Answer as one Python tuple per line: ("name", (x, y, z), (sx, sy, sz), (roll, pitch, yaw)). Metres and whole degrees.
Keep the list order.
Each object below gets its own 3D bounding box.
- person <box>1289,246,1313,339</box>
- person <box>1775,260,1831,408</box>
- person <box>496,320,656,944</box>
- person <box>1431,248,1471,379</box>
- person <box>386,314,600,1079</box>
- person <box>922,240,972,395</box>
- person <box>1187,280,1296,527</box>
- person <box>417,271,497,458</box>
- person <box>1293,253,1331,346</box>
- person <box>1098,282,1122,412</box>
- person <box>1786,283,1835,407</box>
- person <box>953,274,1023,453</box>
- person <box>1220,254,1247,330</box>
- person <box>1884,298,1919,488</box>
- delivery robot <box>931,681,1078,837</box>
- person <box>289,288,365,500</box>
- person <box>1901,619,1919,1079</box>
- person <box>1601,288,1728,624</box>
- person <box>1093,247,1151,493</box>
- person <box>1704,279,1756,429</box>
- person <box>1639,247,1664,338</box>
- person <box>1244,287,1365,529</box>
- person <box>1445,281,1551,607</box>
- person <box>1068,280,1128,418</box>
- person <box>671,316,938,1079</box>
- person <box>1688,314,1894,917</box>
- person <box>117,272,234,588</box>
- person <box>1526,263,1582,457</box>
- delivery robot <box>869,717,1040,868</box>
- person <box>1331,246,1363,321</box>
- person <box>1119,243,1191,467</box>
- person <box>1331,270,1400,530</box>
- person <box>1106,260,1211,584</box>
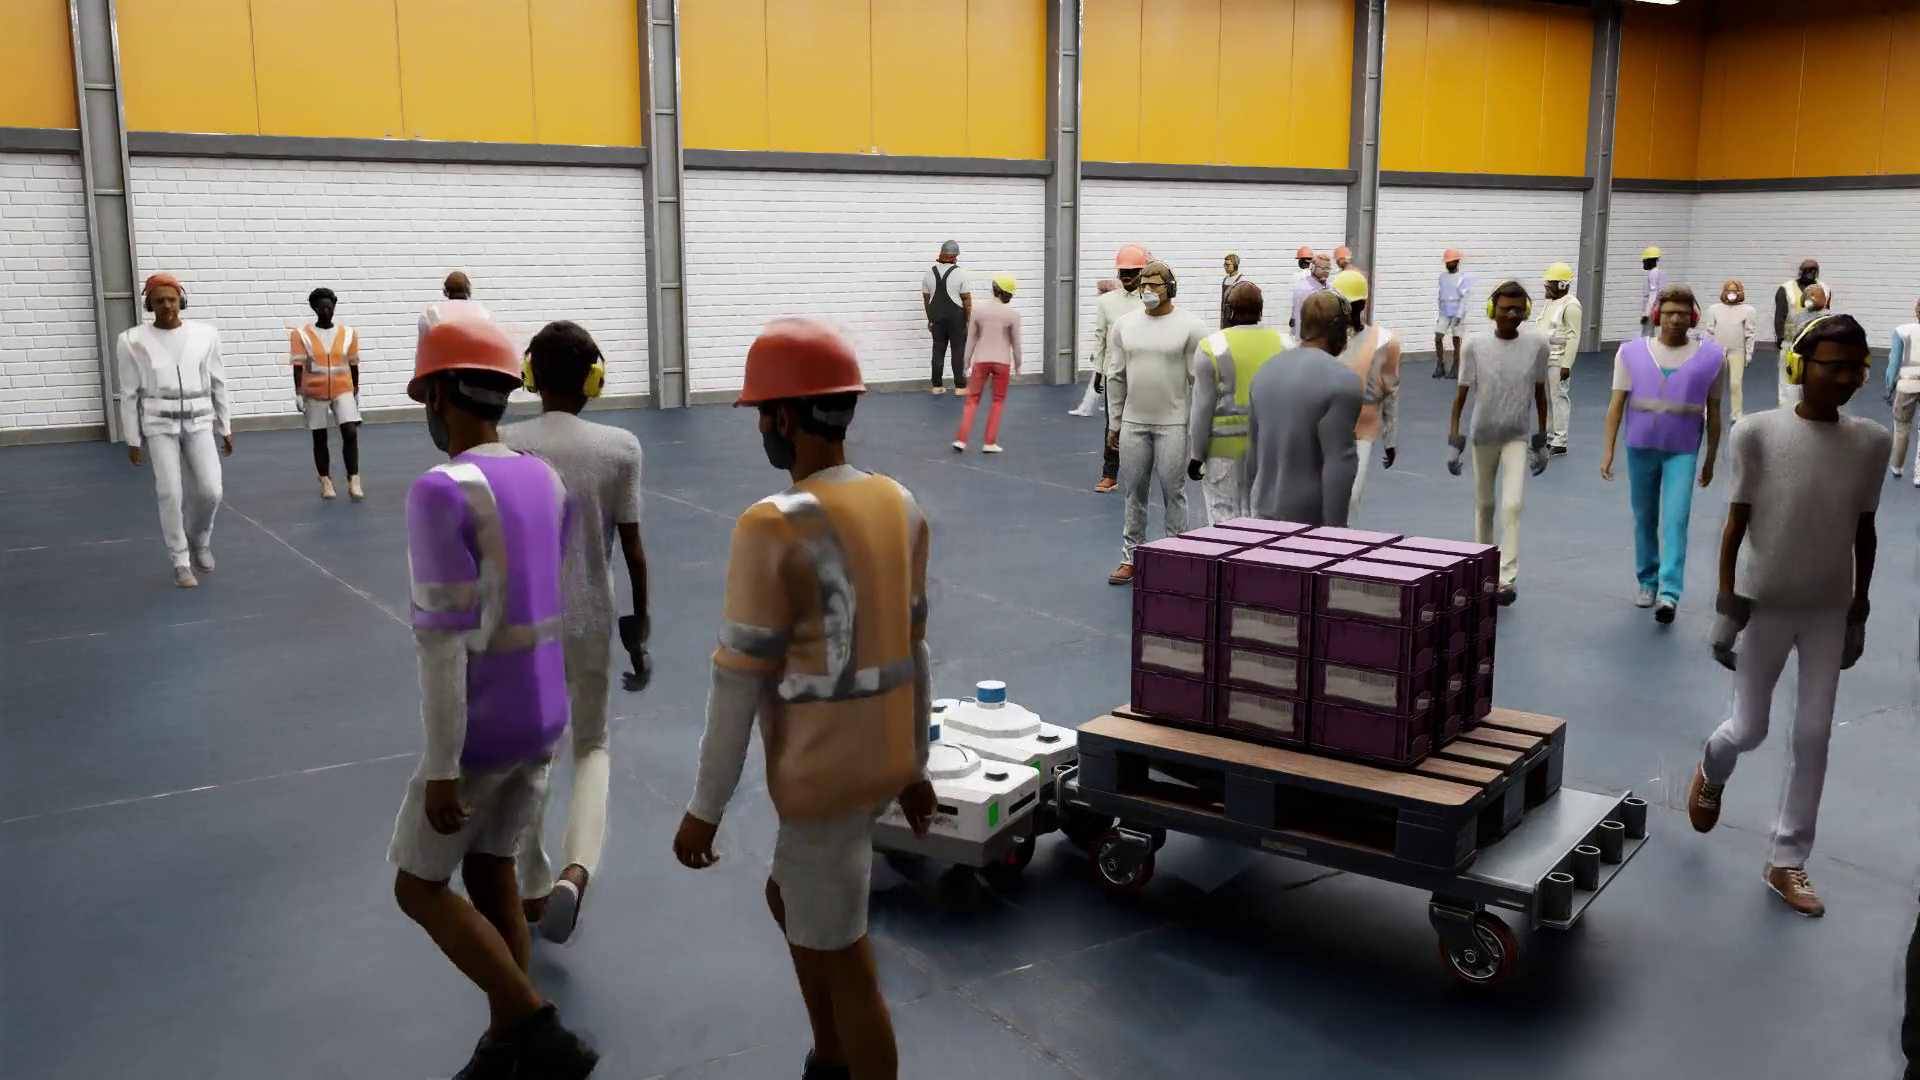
("person", (5.002, -3.301, 24.251), (0.553, 1.935, 0.364), (-8, 13, -37))
("person", (9.841, -2.352, 19.417), (0.640, 1.806, 0.899), (2, 11, 11))
("person", (-1.194, 0.293, 4.850), (0.602, 1.834, 0.606), (-1, 10, -6))
("person", (7.166, -3.294, 24.306), (0.595, 1.912, 0.542), (-10, 14, -43))
("person", (-1.109, 0.434, 3.882), (0.466, 1.898, 0.612), (3, 11, 15))
("person", (-0.121, -2.938, 21.979), (0.689, 2.000, 0.539), (5, 12, 27))
("person", (1.526, -0.487, 9.089), (0.634, 1.841, 0.429), (-3, 11, -18))
("person", (-4.135, -1.305, 13.718), (0.632, 1.805, 0.947), (-5, 11, -25))
("person", (3.757, -2.054, 17.522), (0.399, 1.902, 0.642), (9, 14, 40))
("person", (2.102, -2.315, 19.532), (0.906, 1.696, 0.488), (3, 11, 15))
("person", (8.890, -1.869, 17.304), (0.692, 1.604, 0.509), (-4, 11, -23))
("person", (0.295, -1.697, 16.040), (0.636, 1.719, 0.397), (3, 11, 14))
("person", (3.837, -3.096, 23.412), (0.334, 1.841, 0.505), (-6, 12, -31))
("person", (8.107, -1.266, 14.029), (0.551, 1.592, 0.860), (5, 12, 27))
("delivery robot", (0.105, 0.726, 5.708), (0.707, 0.478, 0.477), (10, 14, 43))
("person", (-4.953, -1.126, 13.051), (0.545, 1.667, 0.658), (-5, 12, -27))
("person", (2.574, 0.446, 3.882), (0.954, 1.873, 0.613), (-6, 12, -29))
("person", (3.808, -0.456, 9.042), (0.574, 1.797, 0.963), (6, 12, 29))
("person", (1.372, -1.369, 13.503), (0.612, 1.995, 0.376), (4, 11, 20))
("person", (8.327, -2.007, 18.026), (0.506, 1.628, 0.276), (8, 13, 38))
("person", (10.737, -3.585, 25.920), (0.432, 1.919, 0.616), (5, 11, 26))
("person", (1.341, -0.103, 6.896), (0.973, 1.889, 0.651), (-7, 12, -32))
("person", (3.038, -0.536, 9.395), (0.562, 1.815, 0.976), (3, 11, 17))
("person", (1.665, -2.157, 18.914), (0.857, 1.589, 0.534), (3, 11, 17))
("person", (-0.338, 0.489, 3.558), (0.663, 1.910, 0.554), (5, 11, 25))
("person", (2.620, 0.204, 5.284), (0.515, 1.851, 0.643), (1, 10, 6))
("person", (-4.636, -0.645, 9.867), (0.609, 1.867, 0.422), (-7, 13, -35))
("person", (5.645, -1.711, 15.822), (0.404, 1.831, 0.600), (-1, 10, -6))
("delivery robot", (-0.110, 0.806, 5.275), (0.707, 0.478, 0.477), (6, 12, 29))
("person", (5.940, -3.466, 25.145), (0.933, 1.944, 0.659), (-6, 12, -31))
("person", (1.703, -1.624, 14.847), (0.602, 2.014, 0.787), (-5, 12, -27))
("person", (2.314, -0.671, 9.969), (0.605, 1.894, 0.909), (4, 11, 22))
("person", (1.158, -0.679, 9.876), (0.635, 1.939, 0.366), (5, 12, 27))
